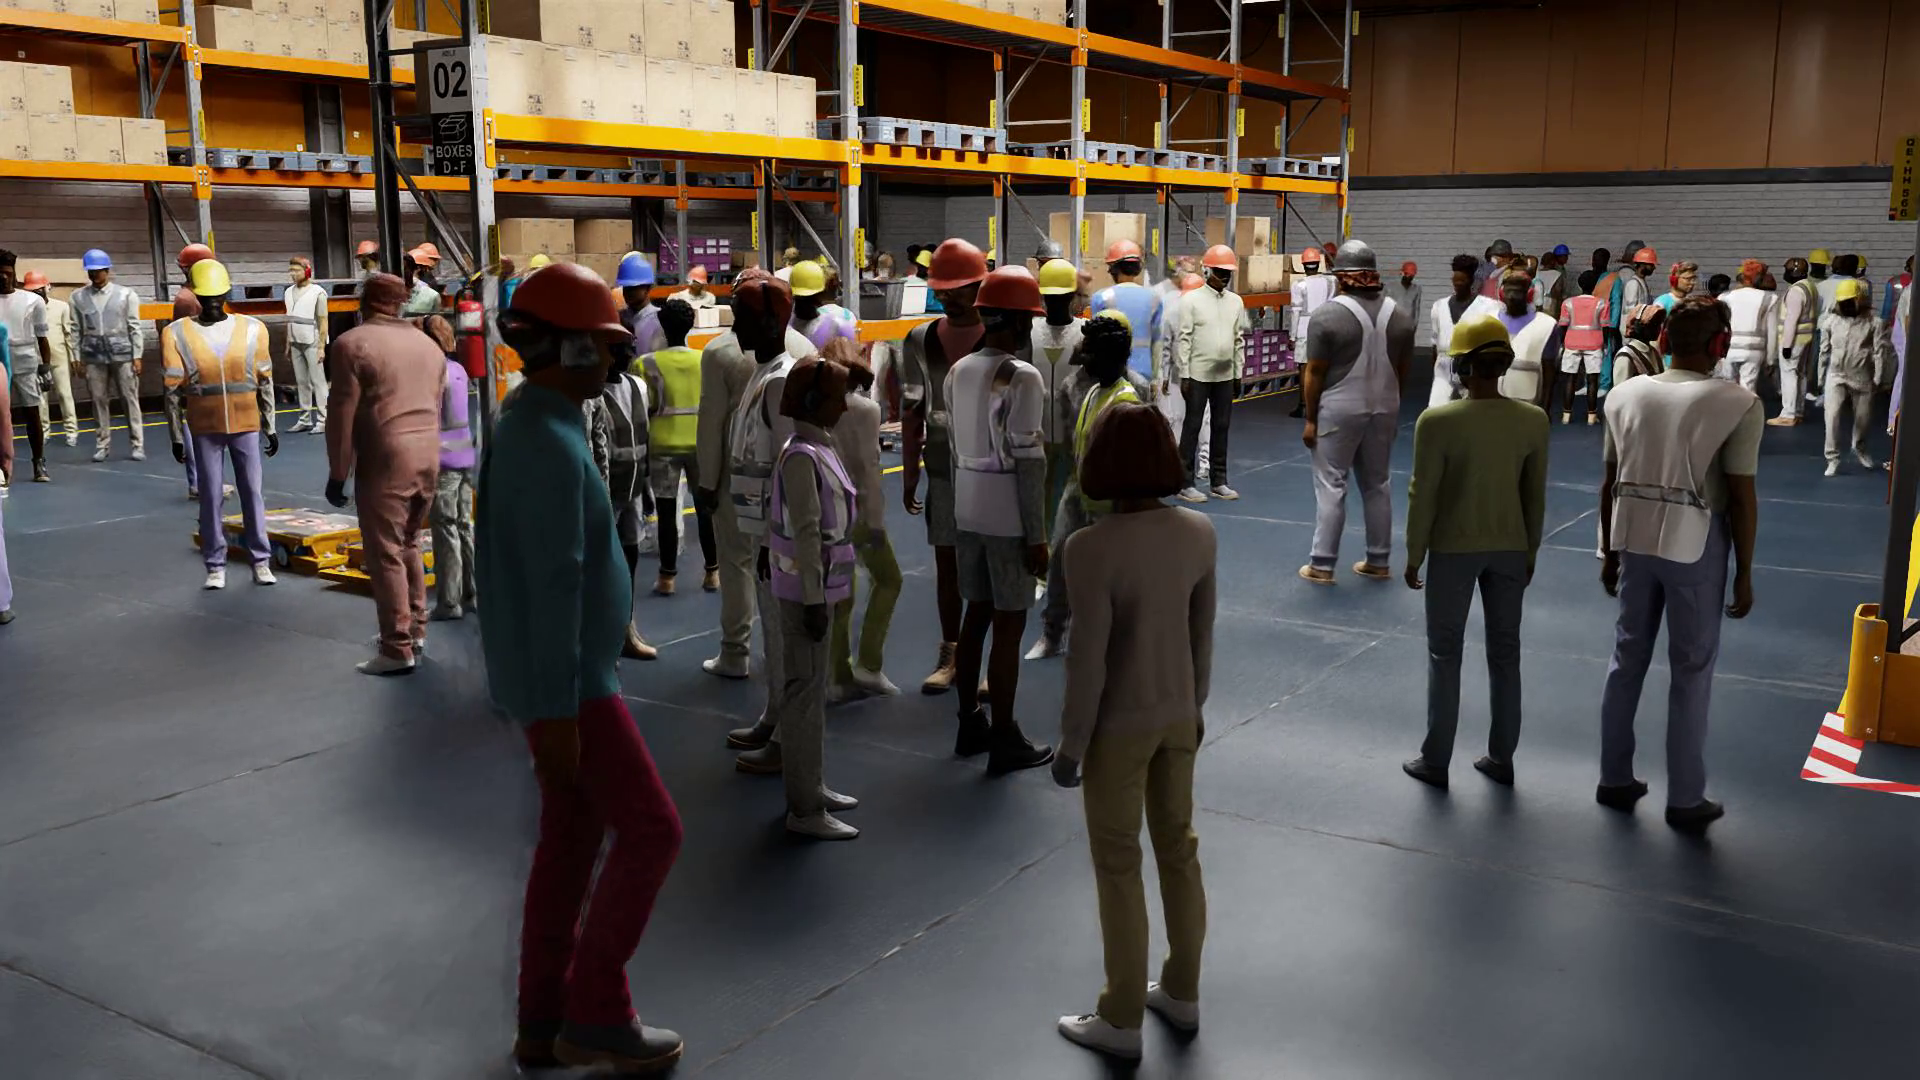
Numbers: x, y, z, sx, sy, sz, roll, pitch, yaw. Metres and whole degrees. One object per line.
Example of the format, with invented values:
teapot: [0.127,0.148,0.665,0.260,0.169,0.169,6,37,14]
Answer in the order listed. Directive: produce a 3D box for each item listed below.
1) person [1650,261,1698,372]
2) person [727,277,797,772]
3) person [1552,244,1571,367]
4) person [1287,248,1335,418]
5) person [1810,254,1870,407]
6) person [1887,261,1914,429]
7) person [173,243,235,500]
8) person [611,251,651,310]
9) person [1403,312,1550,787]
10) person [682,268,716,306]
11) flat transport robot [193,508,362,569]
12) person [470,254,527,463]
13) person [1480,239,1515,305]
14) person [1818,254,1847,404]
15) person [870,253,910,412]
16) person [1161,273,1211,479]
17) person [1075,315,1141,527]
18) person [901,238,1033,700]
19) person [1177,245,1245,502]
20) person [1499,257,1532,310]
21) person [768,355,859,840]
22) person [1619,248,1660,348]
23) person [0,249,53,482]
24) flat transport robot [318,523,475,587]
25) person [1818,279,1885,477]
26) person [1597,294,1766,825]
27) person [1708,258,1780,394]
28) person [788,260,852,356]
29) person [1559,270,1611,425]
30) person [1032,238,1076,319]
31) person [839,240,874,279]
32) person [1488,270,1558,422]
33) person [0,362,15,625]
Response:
person: [6.042,-1.443,14.164,0.571,1.843,0.373,-8,13,-37]
person: [-0.726,-0.057,6.387,0.355,1.883,0.576,-2,10,-12]
person: [9.561,-3.747,26.644,0.382,1.951,0.605,10,14,43]
person: [3.980,-2.347,18.937,0.545,1.933,0.376,-3,11,-16]
person: [10.665,-2.544,20.250,0.921,1.868,0.644,-10,14,-43]
person: [10.097,-2.067,17.666,0.359,1.835,0.512,6,12,30]
person: [-5.928,-1.312,13.026,0.396,1.992,0.623,-3,11,-15]
person: [-2.973,-1.671,15.230,0.585,1.918,0.381,8,13,39]
person: [1.901,0.043,6.172,0.525,1.761,0.340,-1,10,-7]
person: [-3.240,-2.473,20.313,0.630,1.682,0.913,-4,11,-23]
flat transport robot: [-4.244,-0.027,10.682,1.431,0.197,0.652,8,13,36]
person: [-3.928,-1.495,14.305,0.636,1.902,0.405,-10,14,-43]
person: [7.181,-2.996,22.229,0.536,2.000,0.688,-1,10,-5]
person: [10.893,-2.613,20.666,0.429,1.844,0.627,4,11,22]
person: [-0.735,-2.070,17.550,0.637,1.881,1.046,3,11,18]
person: [1.968,-1.392,14.170,0.569,1.744,0.350,6,12,32]
person: [0.672,-0.157,7.477,0.318,1.691,0.537,-2,10,-10]
person: [0.017,-0.303,7.350,0.613,2.031,0.410,4,11,20]
person: [1.957,-1.283,12.901,0.617,1.986,0.407,-5,11,-26]
person: [6.576,-2.439,19.768,0.546,1.809,0.750,-4,11,-21]
person: [-0.501,0.190,5.691,0.308,1.640,0.511,0,10,-2]
person: [7.942,-2.444,19.490,0.387,1.929,0.546,7,12,33]
person: [-7.884,-1.434,13.825,0.606,1.959,0.373,-5,11,-26]
flat transport robot: [-3.116,0.068,10.159,0.652,0.197,1.431,6,12,30]
person: [7.698,-1.413,14.397,0.513,1.701,0.710,5,12,27]
person: [2.475,0.072,5.802,0.386,1.838,0.563,-7,13,-36]
person: [7.396,-1.735,15.785,0.640,1.861,0.825,7,13,35]
person: [-0.935,-0.779,10.342,0.601,1.900,0.527,3,11,18]
person: [6.847,-2.107,18.256,0.542,1.695,0.316,5,11,26]
person: [0.812,-1.832,15.779,0.537,2.000,0.683,6,12,32]
person: [-1.199,-2.755,20.895,0.713,2.000,0.774,1,10,3]
person: [3.873,-0.981,11.673,0.576,1.822,0.779,6,12,31]
person: [-5.227,-0.408,8.681,0.520,1.760,0.329,-6,12,-30]
